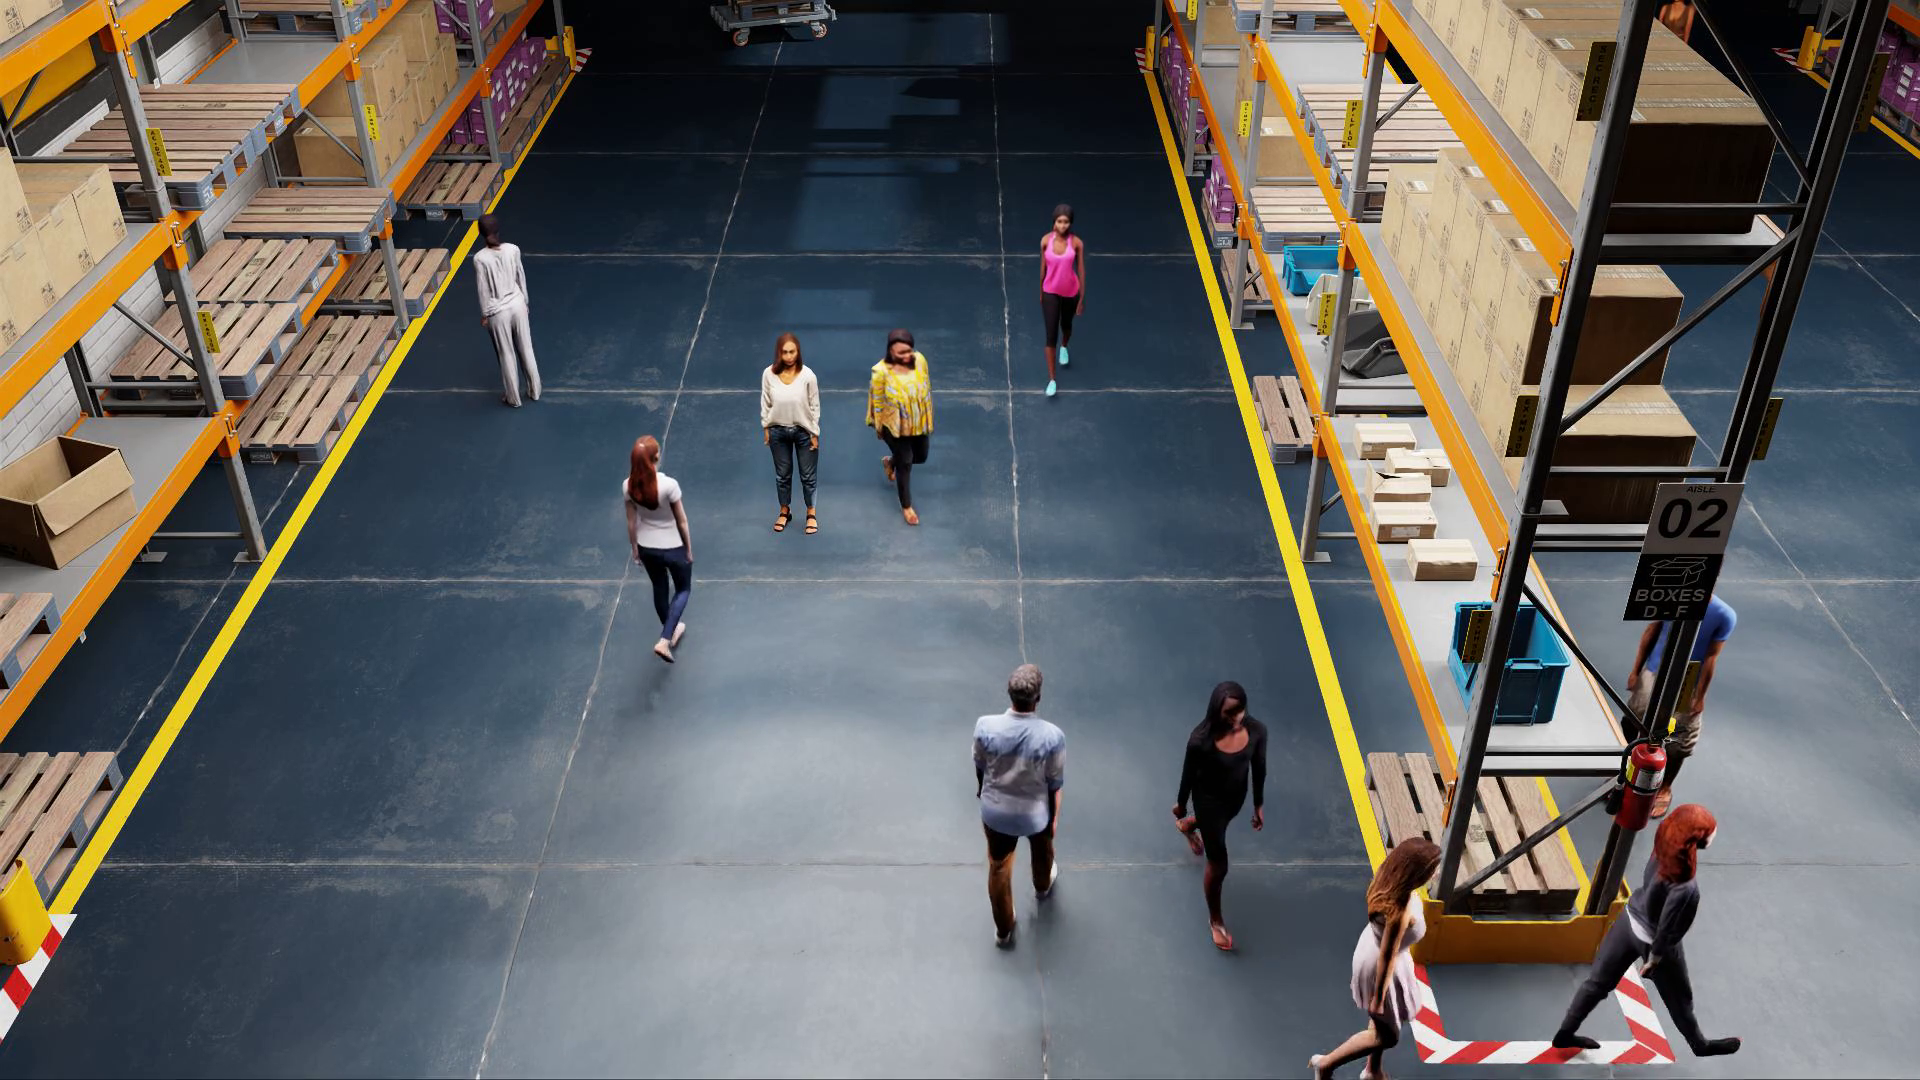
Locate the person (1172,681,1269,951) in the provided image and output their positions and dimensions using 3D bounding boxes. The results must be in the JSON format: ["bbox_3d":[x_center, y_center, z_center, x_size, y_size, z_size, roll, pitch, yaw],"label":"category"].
[{"bbox_3d":[1.438,1.428,9.376,0.895,1.684,1.227,-15,37,-22],"label":"person"}]

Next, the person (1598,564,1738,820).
[{"bbox_3d":[4.351,0.838,10.102,0.742,1.865,0.790,26,42,33],"label":"person"}]

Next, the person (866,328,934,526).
[{"bbox_3d":[-0.465,-0.935,12.974,0.971,1.637,1.056,-21,39,-29],"label":"person"}]

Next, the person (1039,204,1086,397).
[{"bbox_3d":[0.916,-2.217,14.868,0.664,1.675,1.170,4,34,5],"label":"person"}]

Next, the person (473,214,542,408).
[{"bbox_3d":[-3.939,-1.993,14.443,0.671,1.773,0.698,-22,39,-29],"label":"person"}]

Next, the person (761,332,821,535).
[{"bbox_3d":[-1.282,-0.832,12.777,0.642,1.683,0.580,5,34,7],"label":"person"}]

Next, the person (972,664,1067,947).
[{"bbox_3d":[0.297,1.519,9.133,0.777,1.802,0.950,5,34,8],"label":"person"}]

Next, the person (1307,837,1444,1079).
[{"bbox_3d":[2.093,2.155,8.222,0.738,1.751,0.712,3,34,4],"label":"person"}]

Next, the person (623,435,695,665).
[{"bbox_3d":[-2.053,0.110,11.320,0.665,1.728,0.919,6,34,9],"label":"person"}]

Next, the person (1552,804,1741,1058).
[{"bbox_3d":[3.396,2.023,8.439,0.648,1.731,1.077,1,34,1],"label":"person"}]

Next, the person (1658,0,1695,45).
[{"bbox_3d":[8.821,-6.100,20.700,0.643,1.686,0.666,19,38,26],"label":"person"}]
